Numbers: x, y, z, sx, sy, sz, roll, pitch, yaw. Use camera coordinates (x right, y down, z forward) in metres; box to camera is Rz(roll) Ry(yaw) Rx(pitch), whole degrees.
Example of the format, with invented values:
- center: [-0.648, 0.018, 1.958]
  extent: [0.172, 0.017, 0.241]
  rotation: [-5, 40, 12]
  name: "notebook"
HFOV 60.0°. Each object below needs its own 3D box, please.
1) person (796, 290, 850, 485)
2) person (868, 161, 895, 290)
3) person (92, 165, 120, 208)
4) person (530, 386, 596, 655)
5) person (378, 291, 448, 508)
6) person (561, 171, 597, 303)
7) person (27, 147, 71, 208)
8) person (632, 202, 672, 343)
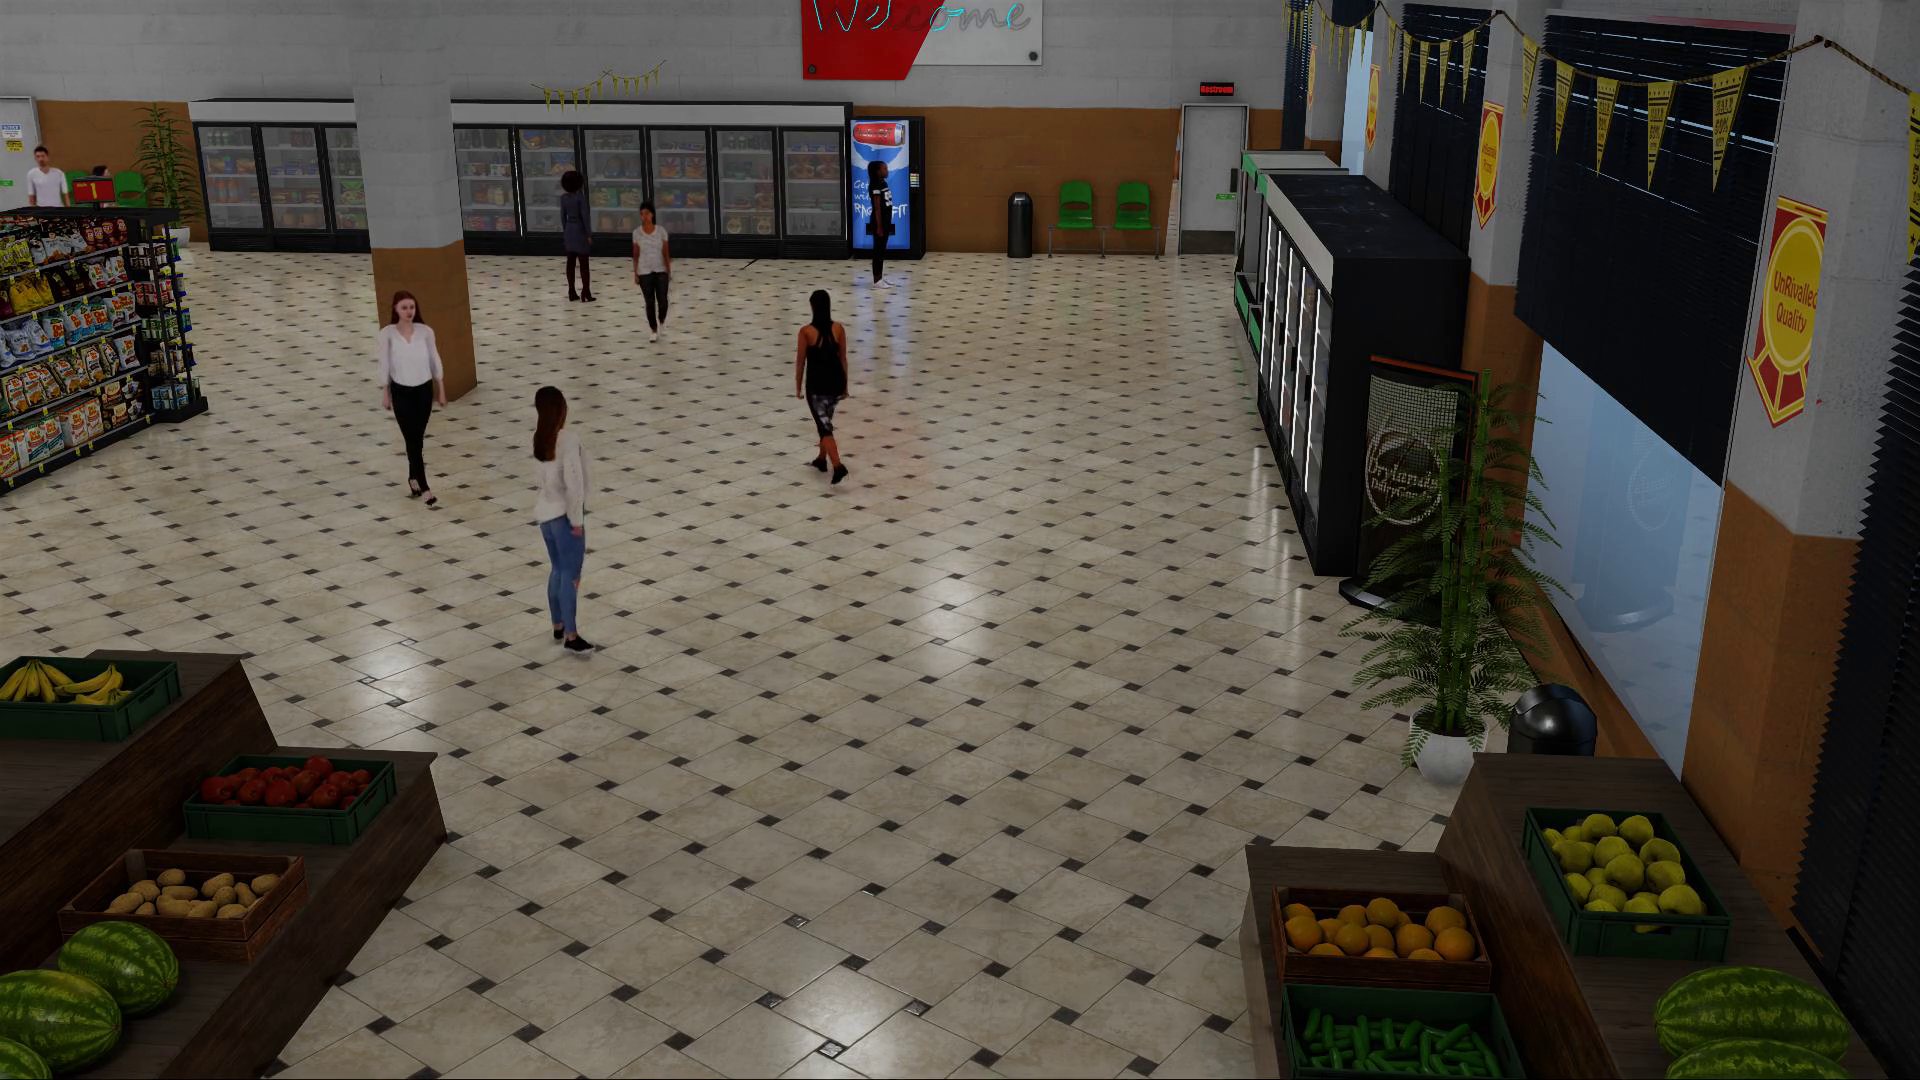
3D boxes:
- center: [-1.110, -1.265, 13.998]
  extent: [0.953, 1.626, 1.152]
  rotation: [-10, 21, -26]
  name: "person"
- center: [-1.103, -4.393, 23.116]
  extent: [0.700, 1.728, 0.556]
  rotation: [4, 19, 13]
  name: "person"
- center: [-12.168, -4.486, 23.615]
  extent: [1.031, 1.586, 1.065]
  rotation: [-10, 21, -28]
  name: "person"
- center: [-2.515, -0.113, 10.511]
  extent: [0.874, 1.672, 0.835]
  rotation: [-12, 22, -31]
  name: "person"
- center: [-4.465, -1.146, 13.501]
  extent: [1.047, 1.719, 1.170]
  rotation: [-12, 22, -31]
  name: "person"
- center: [-5.090, -4.029, 22.065]
  extent: [0.645, 1.710, 0.628]
  rotation: [9, 21, 25]
  name: "person"
- center: [-13.031, -4.698, 23.853]
  extent: [0.943, 1.834, 1.070]
  rotation: [-9, 21, -25]
  name: "person"
- center: [-3.610, -3.153, 19.590]
  extent: [0.618, 1.631, 0.649]
  rotation: [-1, 19, -3]
  name: "person"
